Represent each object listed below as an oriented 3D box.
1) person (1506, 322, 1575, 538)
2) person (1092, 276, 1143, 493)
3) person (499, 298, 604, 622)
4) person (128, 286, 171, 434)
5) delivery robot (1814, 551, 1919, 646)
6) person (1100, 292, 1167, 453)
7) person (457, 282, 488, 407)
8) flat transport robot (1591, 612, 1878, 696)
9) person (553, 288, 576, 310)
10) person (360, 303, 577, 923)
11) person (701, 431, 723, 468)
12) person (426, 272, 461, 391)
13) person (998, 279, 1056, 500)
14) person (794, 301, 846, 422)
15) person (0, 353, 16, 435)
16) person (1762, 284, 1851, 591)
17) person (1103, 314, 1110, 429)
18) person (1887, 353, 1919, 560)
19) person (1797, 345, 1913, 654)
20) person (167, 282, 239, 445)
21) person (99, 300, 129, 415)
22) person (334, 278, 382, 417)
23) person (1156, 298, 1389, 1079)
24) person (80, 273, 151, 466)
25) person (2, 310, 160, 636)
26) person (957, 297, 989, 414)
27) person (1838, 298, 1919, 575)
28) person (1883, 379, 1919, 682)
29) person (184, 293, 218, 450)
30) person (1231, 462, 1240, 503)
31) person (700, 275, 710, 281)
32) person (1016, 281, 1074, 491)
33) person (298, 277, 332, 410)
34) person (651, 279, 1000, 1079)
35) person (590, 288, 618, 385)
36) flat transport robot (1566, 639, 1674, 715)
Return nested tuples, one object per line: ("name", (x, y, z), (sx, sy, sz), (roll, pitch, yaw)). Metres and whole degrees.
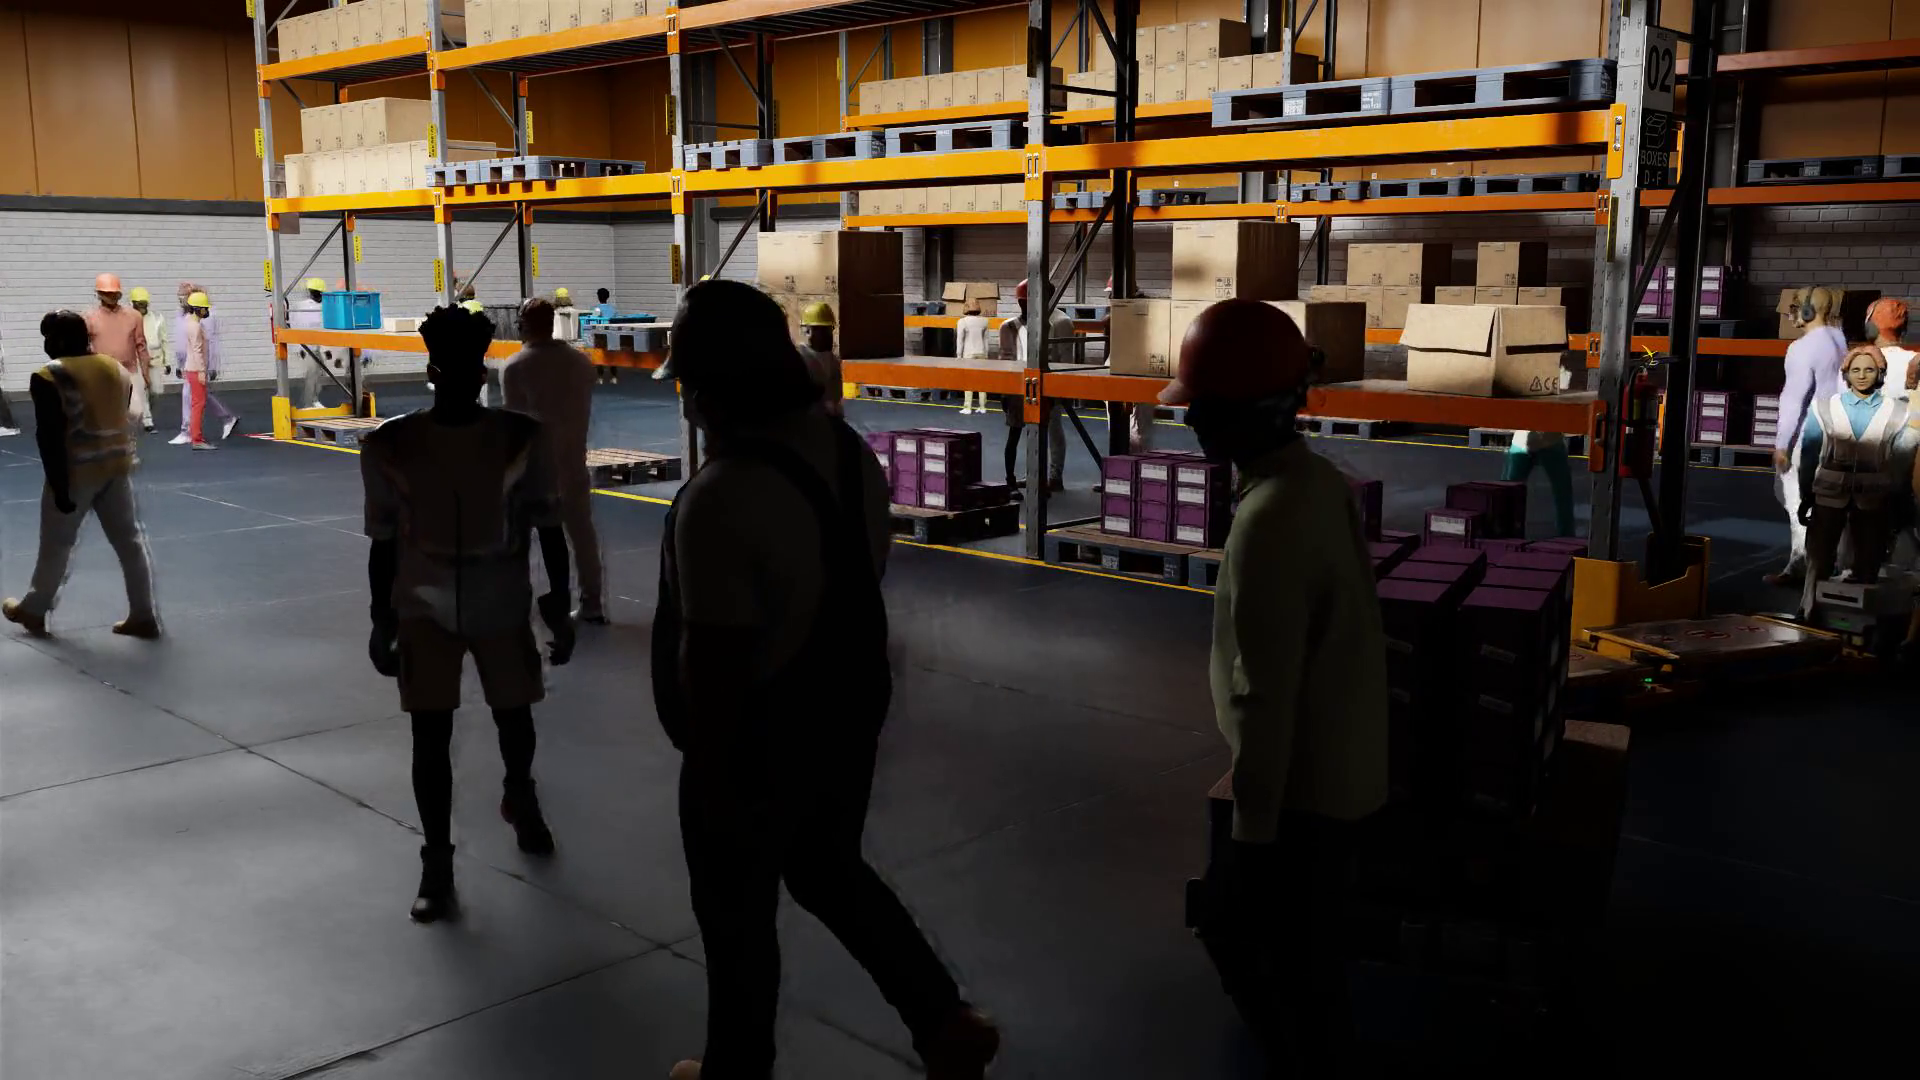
("person", (3.891, -0.660, 11.247), (0.523, 1.722, 0.913), (-4, 10, -23))
("person", (1.443, -1.385, 14.843), (0.382, 1.995, 0.612), (-4, 10, -24))
("person", (-2.418, -0.464, 9.637), (0.646, 1.854, 1.003), (-9, 13, -44))
("person", (-10.058, -2.214, 20.469), (0.607, 1.817, 0.617), (-8, 12, -42))
("delivery robot", (4.775, 0.292, 8.678), (0.707, 0.478, 0.477), (-6, 11, -34))
("person", (1.607, -1.403, 15.532), (0.623, 1.806, 0.743), (-5, 11, -29))
("person", (-6.543, -2.504, 22.171), (0.429, 1.842, 0.630), (3, 10, 16))
("flat transport robot", (3.752, 0.552, 8.242), (1.431, 0.197, 0.652), (-4, 10, -21))
("person", (-5.929, -2.903, 24.932), (0.487, 1.741, 0.313), (-5, 11, -29))
("person", (-1.583, 0.193, 5.427), (0.653, 1.939, 0.788), (-2, 9, -11))
("person", (-1.305, -0.301, 9.332), (0.376, 1.622, 0.537), (4, 10, 23))
("person", (-8.142, -3.257, 26.292), (0.983, 2.000, 0.635), (3, 10, 19))
("person", (0.606, -1.320, 14.620), (0.553, 1.935, 0.361), (-5, 11, -29))
("person", (-1.064, -0.778, 11.719), (0.808, 1.804, 0.592), (8, 12, 40))
("person", (-11.876, -2.148, 19.902), (0.624, 1.860, 0.988), (9, 13, 44))
("person", (5.293, -0.635, 10.444), (0.652, 1.928, 0.434), (-8, 12, -41))
("person", (1.386, -1.207, 14.855), (0.283, 1.633, 0.498), (0, 9, 0))
("person", (5.051, -0.184, 8.717), (0.525, 1.599, 0.853), (-3, 10, -20))
("person", (4.550, -0.172, 8.486), (0.514, 1.642, 0.314), (5, 10, 27))
("person", (-8.898, -2.072, 19.442), (0.653, 1.874, 0.896), (7, 11, 36))
("person", (-11.233, -2.494, 22.104), (0.326, 1.843, 0.515), (-4, 10, -25))
("person", (-7.693, -2.362, 21.087), (0.402, 1.910, 0.552), (0, 9, 1))
("person", (0.659, 0.495, 3.419), (0.532, 1.960, 0.645), (4, 10, 21))
("person", (-8.442, -1.671, 16.631), (0.651, 1.980, 0.435), (-7, 11, -35))
("person", (-4.862, -0.361, 9.170), (0.942, 1.792, 0.638), (4, 10, 22))
("person", (0.183, -2.570, 23.247), (0.493, 1.625, 0.281), (-4, 10, -23))
("person", (5.163, -0.411, 9.283), (0.582, 1.870, 0.649), (-1, 9, -9))
("person", (4.981, -0.241, 8.222), (0.946, 1.866, 0.603), (-5, 10, -27))
("person", (-8.500, -1.882, 18.629), (0.342, 1.760, 0.533), (-4, 10, -24))
("person", (2.520, -1.167, 13.960), (0.692, 1.835, 0.942), (-6, 11, -33))
("person", (-3.792, -3.026, 25.113), (0.587, 1.928, 0.363), (-7, 11, -36))
("person", (0.766, -1.414, 15.196), (0.371, 1.940, 0.627), (-8, 12, -39))
("person", (-9.077, -2.738, 23.430), (0.538, 1.903, 0.591), (-6, 11, -35))
("person", (-0.342, 0.404, 3.736), (0.789, 2.000, 0.699), (6, 11, 31))
("person", (-6.202, -3.547, 29.038), (0.530, 1.689, 0.321), (-7, 12, -38))
("flat transport robot", (2.481, 0.659, 7.585), (1.431, 0.197, 0.652), (-4, 10, -25))
